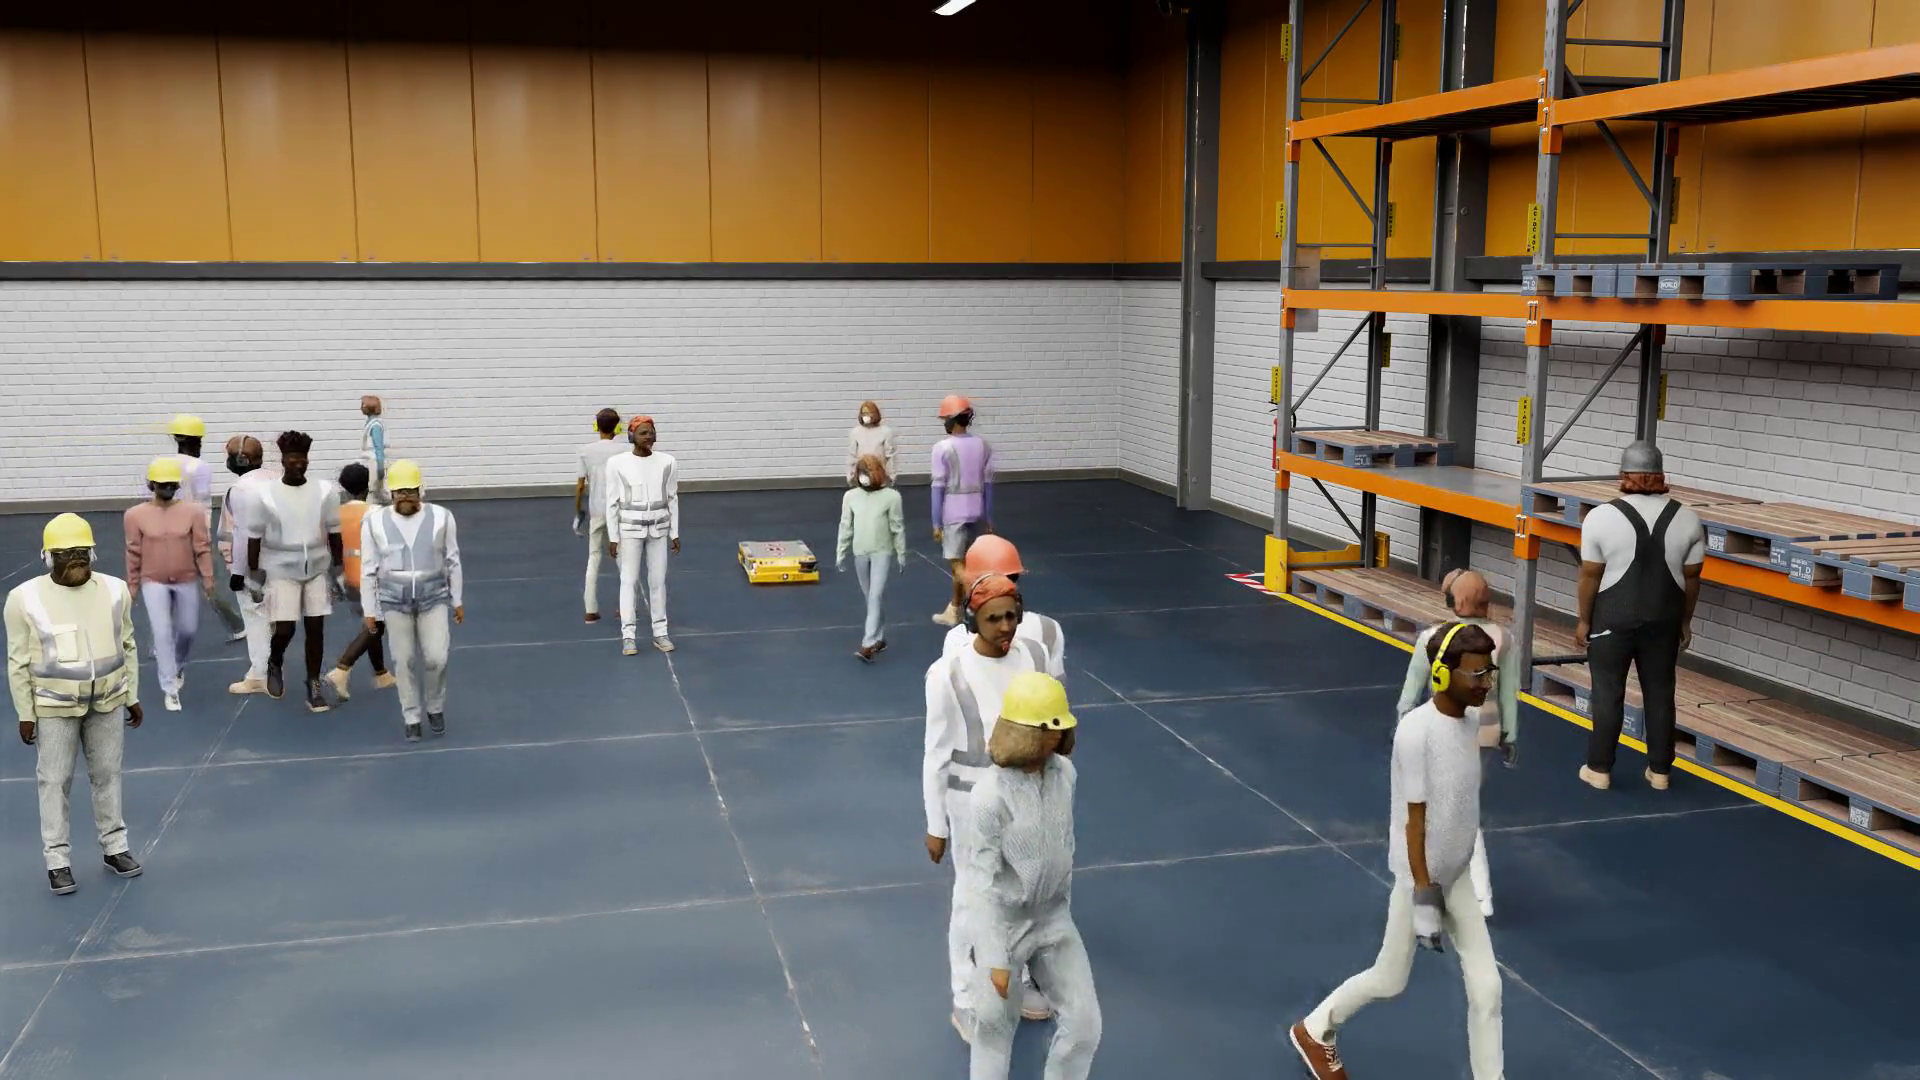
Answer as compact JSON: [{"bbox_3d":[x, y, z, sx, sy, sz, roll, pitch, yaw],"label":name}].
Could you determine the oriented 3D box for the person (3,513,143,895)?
[{"bbox_3d":[-4.284,0.779,8.094,0.403,1.837,0.586,8,12,42],"label":"person"}]

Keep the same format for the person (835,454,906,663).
[{"bbox_3d":[-0.725,0.147,12.797,0.515,1.590,0.848,4,10,24],"label":"person"}]

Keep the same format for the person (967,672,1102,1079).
[{"bbox_3d":[0.251,1.273,5.365,0.512,1.723,0.592,-9,13,-43],"label":"person"}]

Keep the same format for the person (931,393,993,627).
[{"bbox_3d":[0.058,-0.203,13.737,0.607,2.008,0.922,-8,12,-40],"label":"person"}]

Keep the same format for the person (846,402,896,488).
[{"bbox_3d":[-0.986,-0.675,17.895,0.518,1.600,0.756,2,9,14],"label":"person"}]

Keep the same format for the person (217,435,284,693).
[{"bbox_3d":[-5.068,0.167,11.899,0.429,1.844,0.627,-1,9,-3],"label":"person"}]

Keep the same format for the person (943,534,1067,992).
[{"bbox_3d":[0.180,0.920,7.114,0.552,1.880,1.010,-4,10,-21],"label":"person"}]

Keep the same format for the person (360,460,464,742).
[{"bbox_3d":[-3.481,0.390,10.575,0.624,1.816,0.439,-3,10,-18],"label":"person"}]

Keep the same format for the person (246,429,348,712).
[{"bbox_3d":[-4.524,0.206,11.327,0.622,1.945,0.554,-8,12,-39],"label":"person"}]

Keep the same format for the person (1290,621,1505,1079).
[{"bbox_3d":[1.602,1.156,5.804,0.490,1.826,0.947,-8,12,-39],"label":"person"}]

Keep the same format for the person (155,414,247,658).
[{"bbox_3d":[-6.029,-0.051,13.135,0.606,1.872,0.980,4,10,23],"label":"person"}]

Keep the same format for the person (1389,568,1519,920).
[{"bbox_3d":[2.370,0.936,7.879,0.518,1.590,0.858,-3,10,-18],"label":"person"}]

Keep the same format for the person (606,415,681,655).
[{"bbox_3d":[-2.485,-0.044,13.080,0.582,1.884,0.351,-4,10,-26],"label":"person"}]

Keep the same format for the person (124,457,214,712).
[{"bbox_3d":[-5.501,0.275,11.558,0.545,1.742,0.701,-6,11,-34],"label":"person"}]

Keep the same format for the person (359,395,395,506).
[{"bbox_3d":[-6.610,-0.853,18.955,0.685,1.619,0.521,-4,10,-21],"label":"person"}]

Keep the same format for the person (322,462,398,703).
[{"bbox_3d":[-4.227,0.295,11.642,0.547,1.669,0.700,5,10,29],"label":"person"}]

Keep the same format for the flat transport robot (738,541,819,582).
[{"bbox_3d":[-1.827,0.198,16.592,0.652,0.197,1.431,-2,9,-12],"label":"flat transport robot"}]

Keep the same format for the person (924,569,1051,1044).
[{"bbox_3d":[0.125,1.028,6.438,0.601,1.866,0.377,-6,11,-33],"label":"person"}]

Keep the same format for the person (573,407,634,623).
[{"bbox_3d":[-3.014,-0.206,14.218,0.600,1.851,0.365,-2,9,-12],"label":"person"}]

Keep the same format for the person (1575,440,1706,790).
[{"bbox_3d":[3.903,0.426,9.660,0.688,2.000,0.536,1,9,4],"label":"person"}]
